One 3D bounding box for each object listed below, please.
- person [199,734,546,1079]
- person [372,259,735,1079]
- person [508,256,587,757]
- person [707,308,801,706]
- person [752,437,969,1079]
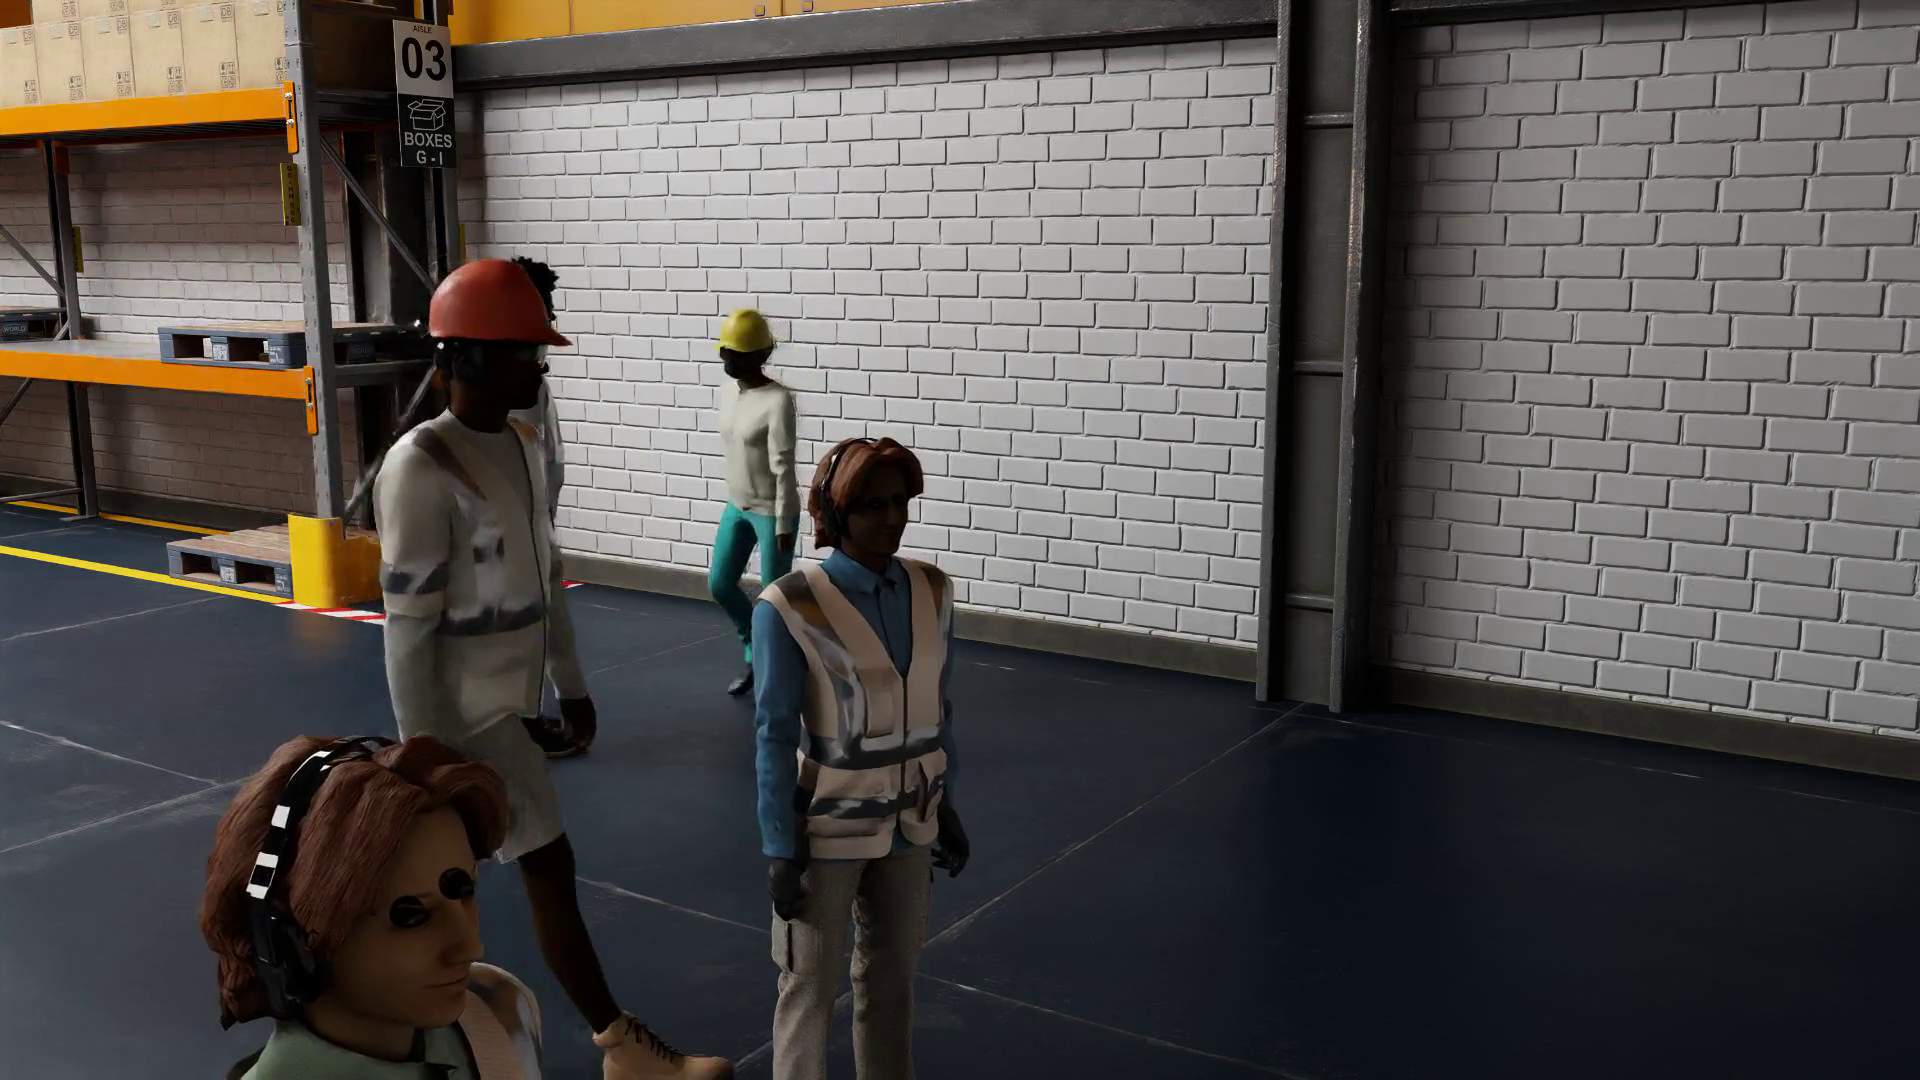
[{"bbox_3d":[-0.483,0.959,1.434,0.306,1.638,0.522,2,11,13],"label":"person"},{"bbox_3d":[-1.093,0.349,3.888,1.083,1.984,0.622,1,10,5],"label":"person"},{"bbox_3d":[-1.719,-0.119,6.512,0.370,1.960,0.602,-6,12,-31],"label":"person"},{"bbox_3d":[-0.873,-0.121,7.128,0.531,1.734,0.463,10,14,43],"label":"person"},{"bbox_3d":[-0.198,0.604,3.390,0.514,1.642,0.311,-10,14,-43],"label":"person"}]
